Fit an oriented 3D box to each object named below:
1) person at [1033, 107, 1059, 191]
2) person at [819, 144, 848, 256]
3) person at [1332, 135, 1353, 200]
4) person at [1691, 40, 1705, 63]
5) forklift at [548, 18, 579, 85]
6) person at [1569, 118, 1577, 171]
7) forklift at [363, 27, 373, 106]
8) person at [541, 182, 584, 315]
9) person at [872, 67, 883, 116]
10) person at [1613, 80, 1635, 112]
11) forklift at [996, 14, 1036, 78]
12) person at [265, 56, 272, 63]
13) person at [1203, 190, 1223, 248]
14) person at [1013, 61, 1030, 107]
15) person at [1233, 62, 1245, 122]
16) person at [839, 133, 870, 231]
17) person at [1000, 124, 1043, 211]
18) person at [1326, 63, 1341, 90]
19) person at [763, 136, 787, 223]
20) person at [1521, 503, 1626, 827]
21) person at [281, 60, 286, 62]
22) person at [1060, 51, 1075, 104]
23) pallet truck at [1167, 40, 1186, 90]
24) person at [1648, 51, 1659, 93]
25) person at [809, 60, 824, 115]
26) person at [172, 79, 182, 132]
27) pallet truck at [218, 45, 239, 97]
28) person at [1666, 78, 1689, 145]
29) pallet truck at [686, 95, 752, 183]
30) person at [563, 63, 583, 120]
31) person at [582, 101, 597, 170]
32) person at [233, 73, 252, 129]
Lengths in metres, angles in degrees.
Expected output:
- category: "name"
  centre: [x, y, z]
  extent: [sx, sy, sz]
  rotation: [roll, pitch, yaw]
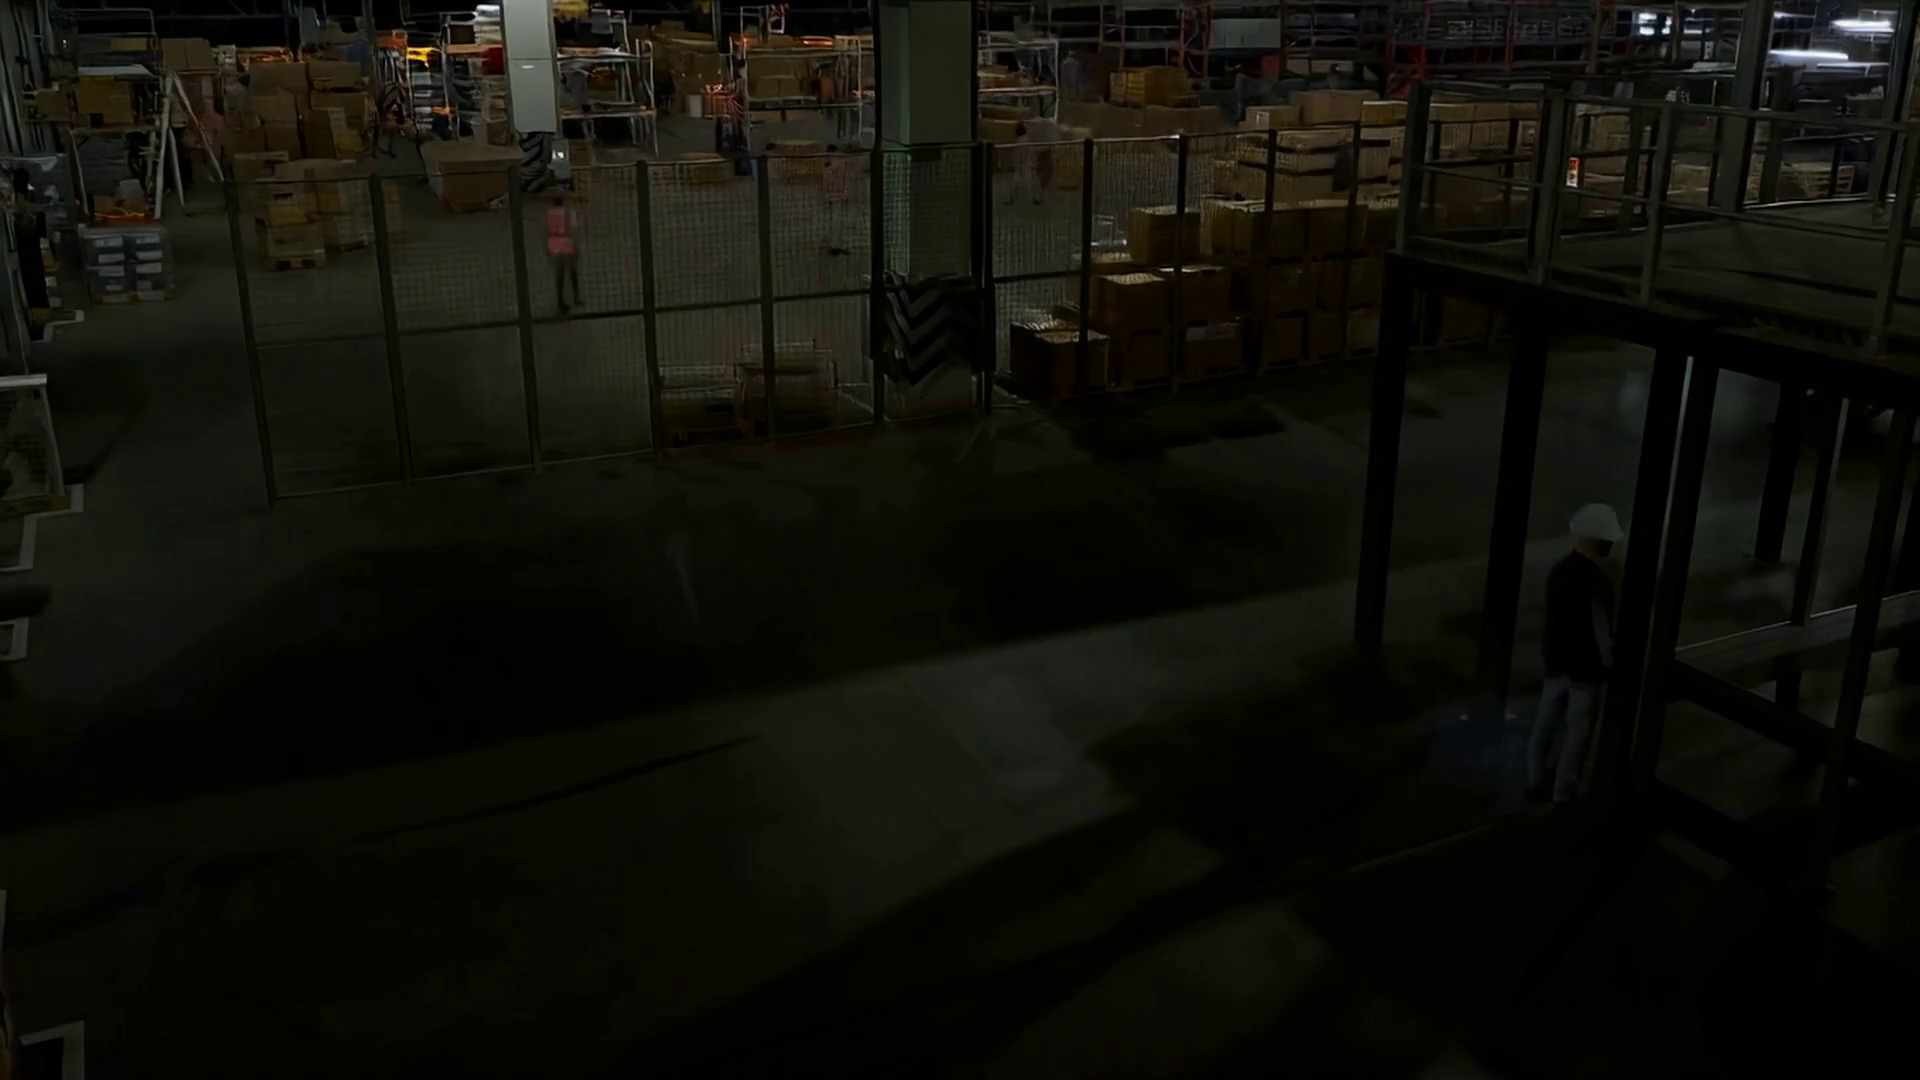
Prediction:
- category: "person"
  centre: [1.967, -8.915, 37.987]
  extent: [0.599, 1.904, 0.692]
  rotation: [0, 19, -1]
- category: "person"
  centre: [-2.242, -6.066, 29.661]
  extent: [0.406, 1.948, 0.605]
  rotation: [17, 25, 40]
- category: "person"
  centre: [7.145, -6.532, 30.964]
  extent: [0.442, 1.976, 0.647]
  rotation: [12, 22, 31]
- category: "person"
  centre: [35.189, -23.199, 79.371]
  extent: [0.584, 1.916, 0.547]
  rotation: [-5, 20, -14]
- category: "forklift"
  centre: [-17.512, -21.086, 71.793]
  extent: [1.873, 2.768, 1.129]
  rotation: [-9, 21, -25]
- category: "person"
  centre: [13.922, -9.108, 38.364]
  extent: [0.416, 2.034, 0.603]
  rotation: [-3, 19, -9]
- category: "forklift"
  centre: [-21.546, -17.465, 61.298]
  extent: [1.873, 2.768, 1.129]
  rotation: [-9, 21, -25]
- category: "person"
  centre: [-5.876, -4.337, 24.695]
  extent: [0.587, 1.911, 0.713]
  rotation: [2, 19, 7]
- category: "person"
  centre: [-2.779, -15.669, 57.544]
  extent: [0.389, 1.918, 0.590]
  rotation: [-12, 22, -30]
- category: "person"
  centre: [20.513, -13.483, 51.395]
  extent: [0.618, 1.784, 0.922]
  rotation: [5, 20, 13]
- category: "forklift"
  centre: [2.607, -22.853, 76.918]
  extent: [1.873, 2.768, 1.129]
  rotation: [1, 19, 2]
- category: "person"
  centre: [-24.625, -16.355, 59.588]
  extent: [0.359, 1.882, 0.575]
  rotation: [-10, 22, -28]
- category: "person"
  centre: [3.628, -4.015, 23.731]
  extent: [0.360, 1.938, 0.633]
  rotation: [-7, 20, -19]
- category: "person"
  centre: [2.084, -15.325, 56.595]
  extent: [0.562, 1.879, 0.987]
  rotation: [4, 19, 12]
- category: "person"
  centre: [9.242, -14.871, 55.205]
  extent: [0.373, 1.935, 0.551]
  rotation: [7, 20, 19]
- category: "person"
  centre: [-2.037, -6.973, 32.408]
  extent: [0.607, 1.866, 0.999]
  rotation: [-15, 24, -36]
- category: "person"
  centre: [1.351, -7.880, 35.184]
  extent: [1.007, 1.788, 0.617]
  rotation: [7, 20, 19]
- category: "person"
  centre: [13.346, -16.171, 59.353]
  extent: [0.536, 1.687, 0.517]
  rotation: [14, 23, 35]
- category: "person"
  centre: [-3.808, -7.314, 33.646]
  extent: [0.492, 1.708, 0.865]
  rotation: [-10, 21, -27]
- category: "person"
  centre: [3.662, 0.724, 9.911]
  extent: [0.395, 1.990, 0.625]
  rotation: [18, 26, 41]
- category: "person"
  centre: [-22.828, -15.270, 56.381]
  extent: [0.622, 1.932, 0.371]
  rotation: [-7, 20, -20]
- category: "person"
  centre: [4.082, -17.396, 62.541]
  extent: [0.612, 1.930, 0.974]
  rotation: [-12, 22, -31]
- category: "pallet truck"
  centre: [9.045, -19.971, 69.895]
  extent: [0.823, 1.965, 1.885]
  rotation: [-3, 19, -8]
- category: "person"
  centre: [28.147, -19.041, 67.715]
  extent: [0.868, 1.655, 0.541]
  rotation: [0, 19, -1]
- category: "person"
  centre: [-4.994, -15.731, 57.844]
  extent: [0.505, 1.840, 0.344]
  rotation: [-3, 19, -8]
- category: "person"
  centre: [-24.340, -13.459, 51.576]
  extent: [0.517, 1.632, 0.311]
  rotation: [5, 20, 15]
- category: "pallet truck"
  centre: [-28.879, -18.665, 66.111]
  extent: [0.823, 1.965, 1.885]
  rotation: [-3, 19, -9]
- category: "person"
  centre: [19.913, -11.874, 46.359]
  extent: [0.698, 2.000, 0.636]
  rotation: [-6, 20, -17]
- category: "pallet truck"
  centre: [-5.836, -9.608, 39.856]
  extent: [0.823, 1.965, 1.885]
  rotation: [10, 22, 27]
- category: "person"
  centre: [-12.987, -15.116, 55.927]
  extent: [0.641, 1.923, 0.430]
  rotation: [-5, 20, -14]
- category: "person"
  centre: [-9.420, -10.285, 42.278]
  extent: [0.319, 1.692, 0.533]
  rotation: [-5, 20, -15]
- category: "person"
  centre: [-21.687, -13.127, 50.220]
  extent: [0.817, 1.897, 0.547]
  rotation: [16, 25, 39]
